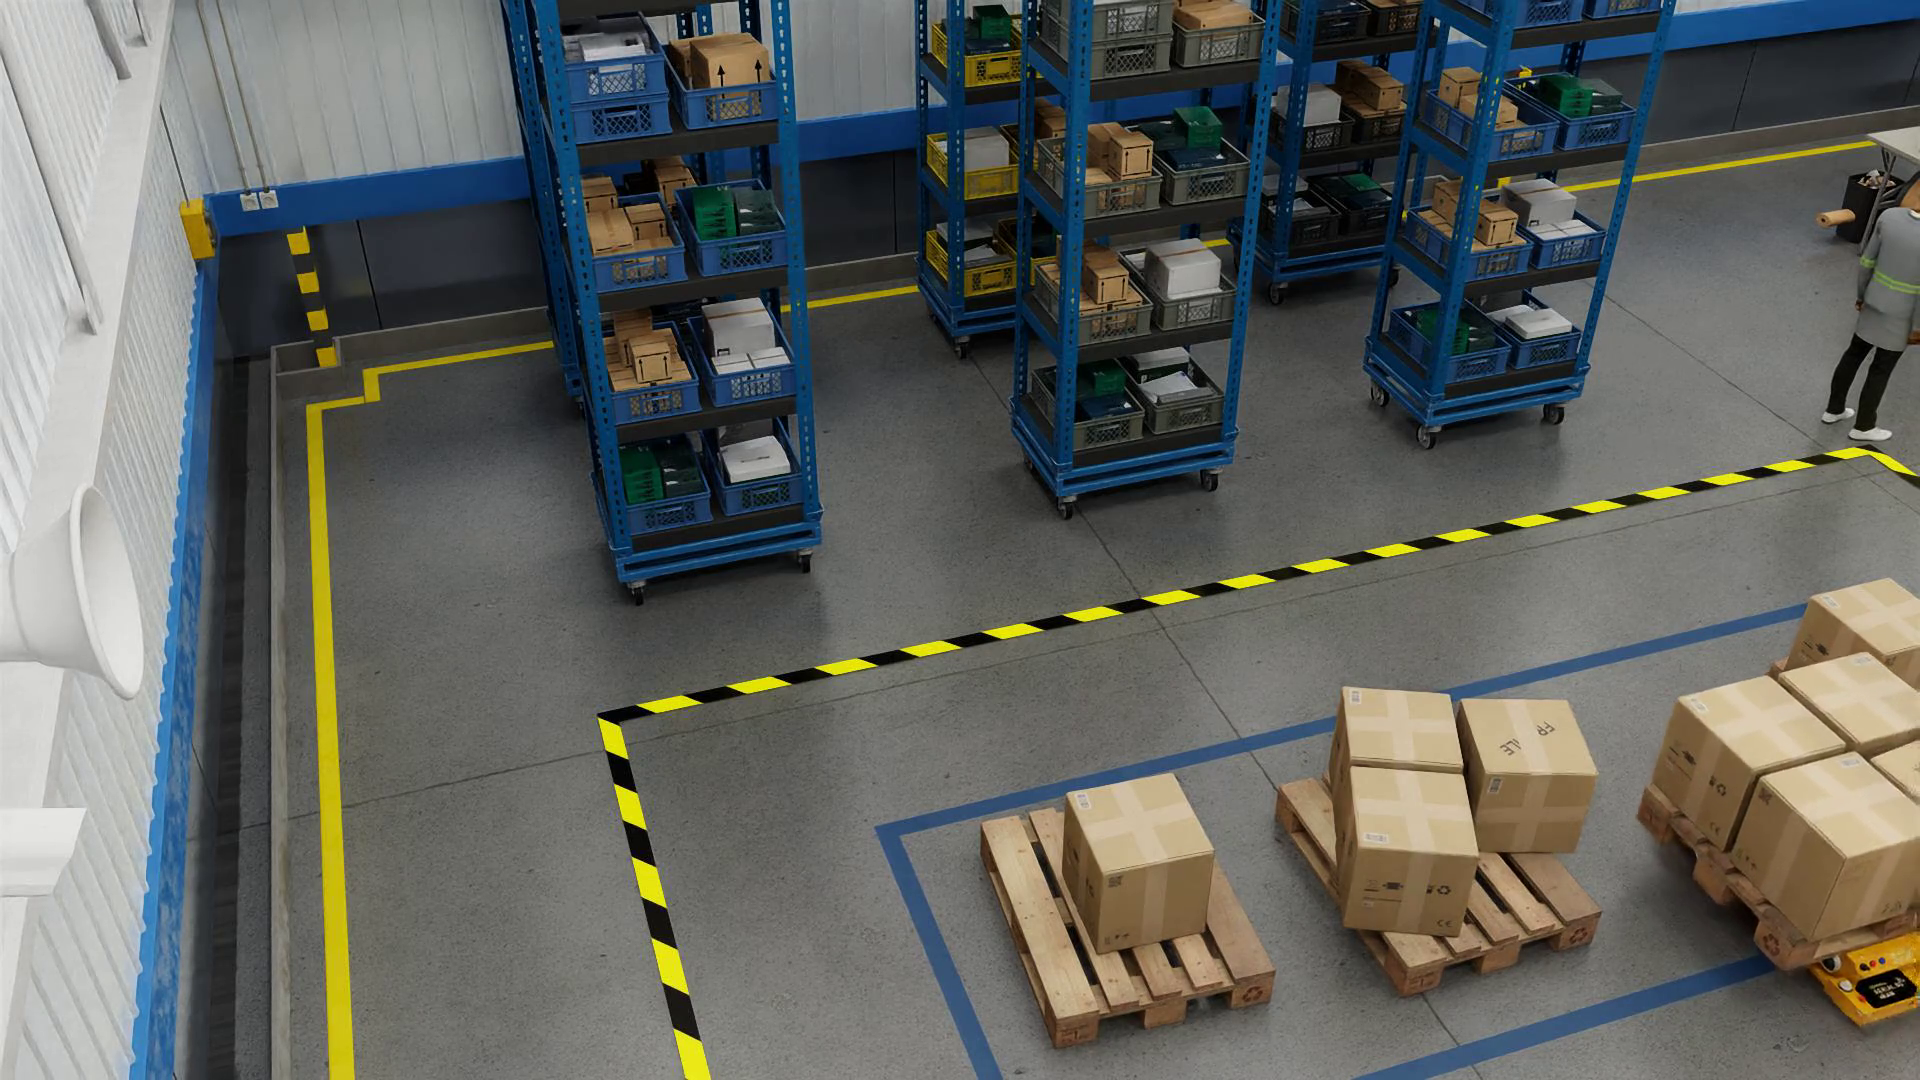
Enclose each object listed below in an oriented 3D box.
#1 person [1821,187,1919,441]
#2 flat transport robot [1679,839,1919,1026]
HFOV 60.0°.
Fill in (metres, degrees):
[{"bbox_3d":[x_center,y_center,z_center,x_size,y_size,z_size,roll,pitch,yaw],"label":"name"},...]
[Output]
[{"bbox_3d":[6.094,-1.524,10.843,0.399,1.852,0.589,-11,37,-15],"label":"person"},{"bbox_3d":[3.971,1.584,7.785,0.652,0.197,1.431,-11,37,-15],"label":"flat transport robot"}]
